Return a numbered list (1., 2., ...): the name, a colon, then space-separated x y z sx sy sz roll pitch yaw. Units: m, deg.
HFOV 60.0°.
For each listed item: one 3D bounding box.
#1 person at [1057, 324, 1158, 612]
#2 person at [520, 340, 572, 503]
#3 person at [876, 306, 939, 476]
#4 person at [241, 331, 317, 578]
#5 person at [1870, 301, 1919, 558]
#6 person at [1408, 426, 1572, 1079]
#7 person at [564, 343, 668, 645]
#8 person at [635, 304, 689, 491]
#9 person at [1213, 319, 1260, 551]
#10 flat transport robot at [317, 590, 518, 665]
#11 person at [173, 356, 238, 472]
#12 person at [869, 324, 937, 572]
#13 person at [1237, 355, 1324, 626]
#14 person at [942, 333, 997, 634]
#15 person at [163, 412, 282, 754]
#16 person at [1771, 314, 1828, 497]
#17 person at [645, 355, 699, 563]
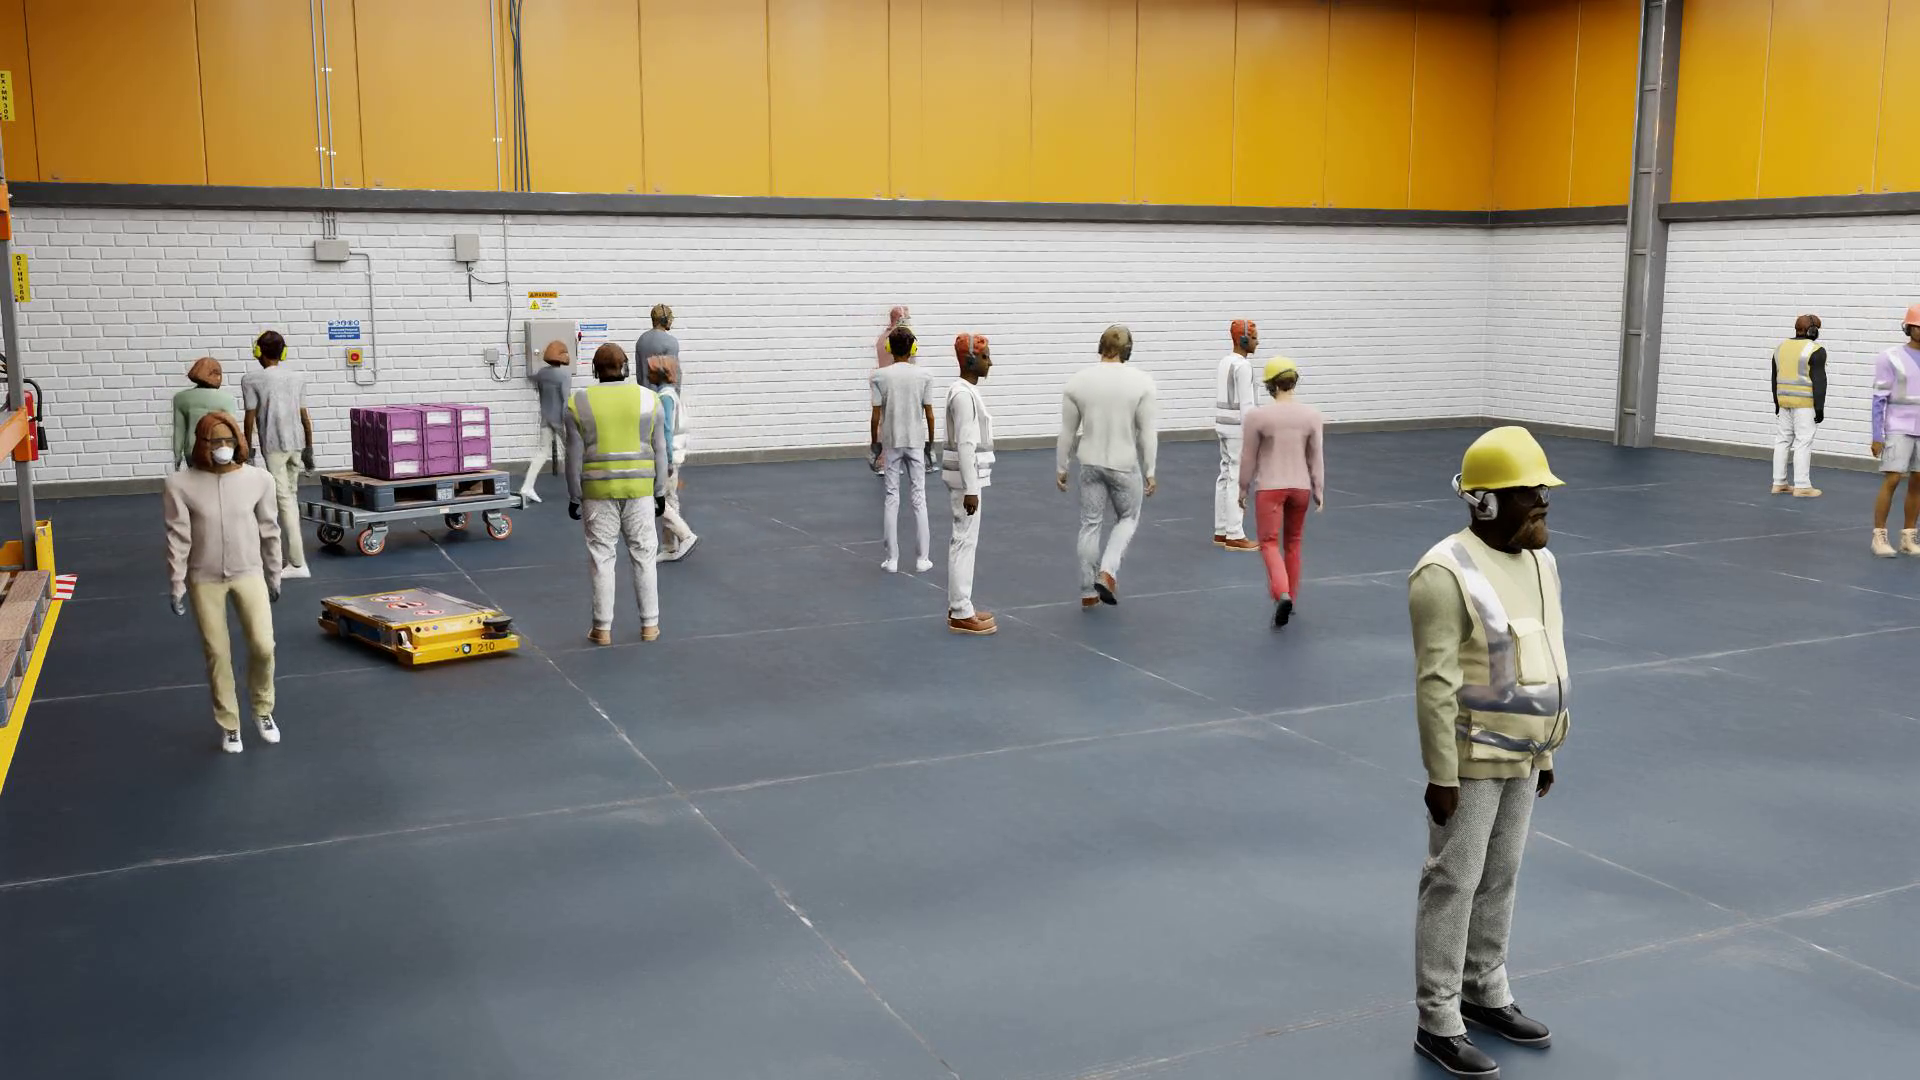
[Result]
1. person: 0.975 -0.473 11.089 0.721 1.916 0.439 3 10 18
2. person: -4.017 -1.164 16.372 0.500 1.602 0.787 6 11 32
3. person: -0.580 -1.652 18.503 0.785 1.881 0.673 -6 11 -32
4. person: -5.082 -0.637 12.439 0.658 1.826 0.507 6 11 33
5. person: 7.573 -0.872 13.204 0.619 2.042 0.390 0 9 1
6. person: 1.516 0.593 4.739 0.591 1.837 0.403 -8 12 -42
7. person: -2.094 -0.279 10.153 0.620 1.838 0.430 -3 10 -19
8. person: -3.097 -1.468 17.209 0.631 1.938 0.362 8 12 42
9. person: 2.264 -0.855 13.573 0.339 1.882 0.584 -2 9 -10
10. flat transport robot: -3.329 0.502 10.143 0.652 0.197 1.431 -8 12 -41
11. person: -6.081 -0.678 13.382 0.507 1.593 0.808 0 9 -2
12. person: -0.432 -0.686 12.563 0.518 1.874 0.329 0 9 -3
13. person: 2.103 -0.320 10.736 0.543 1.732 0.724 -2 9 -10
14. person: 0.057 -0.356 10.477 0.344 1.883 0.585 0 9 -1
15. person: -3.435 0.208 7.793 0.509 1.620 0.377 -5 10 -28
16. person: 8.516 -1.360 16.843 0.429 1.840 0.634 -3 10 -17
17. person: -2.298 -0.617 12.871 0.363 1.625 0.539 -2 9 -11
